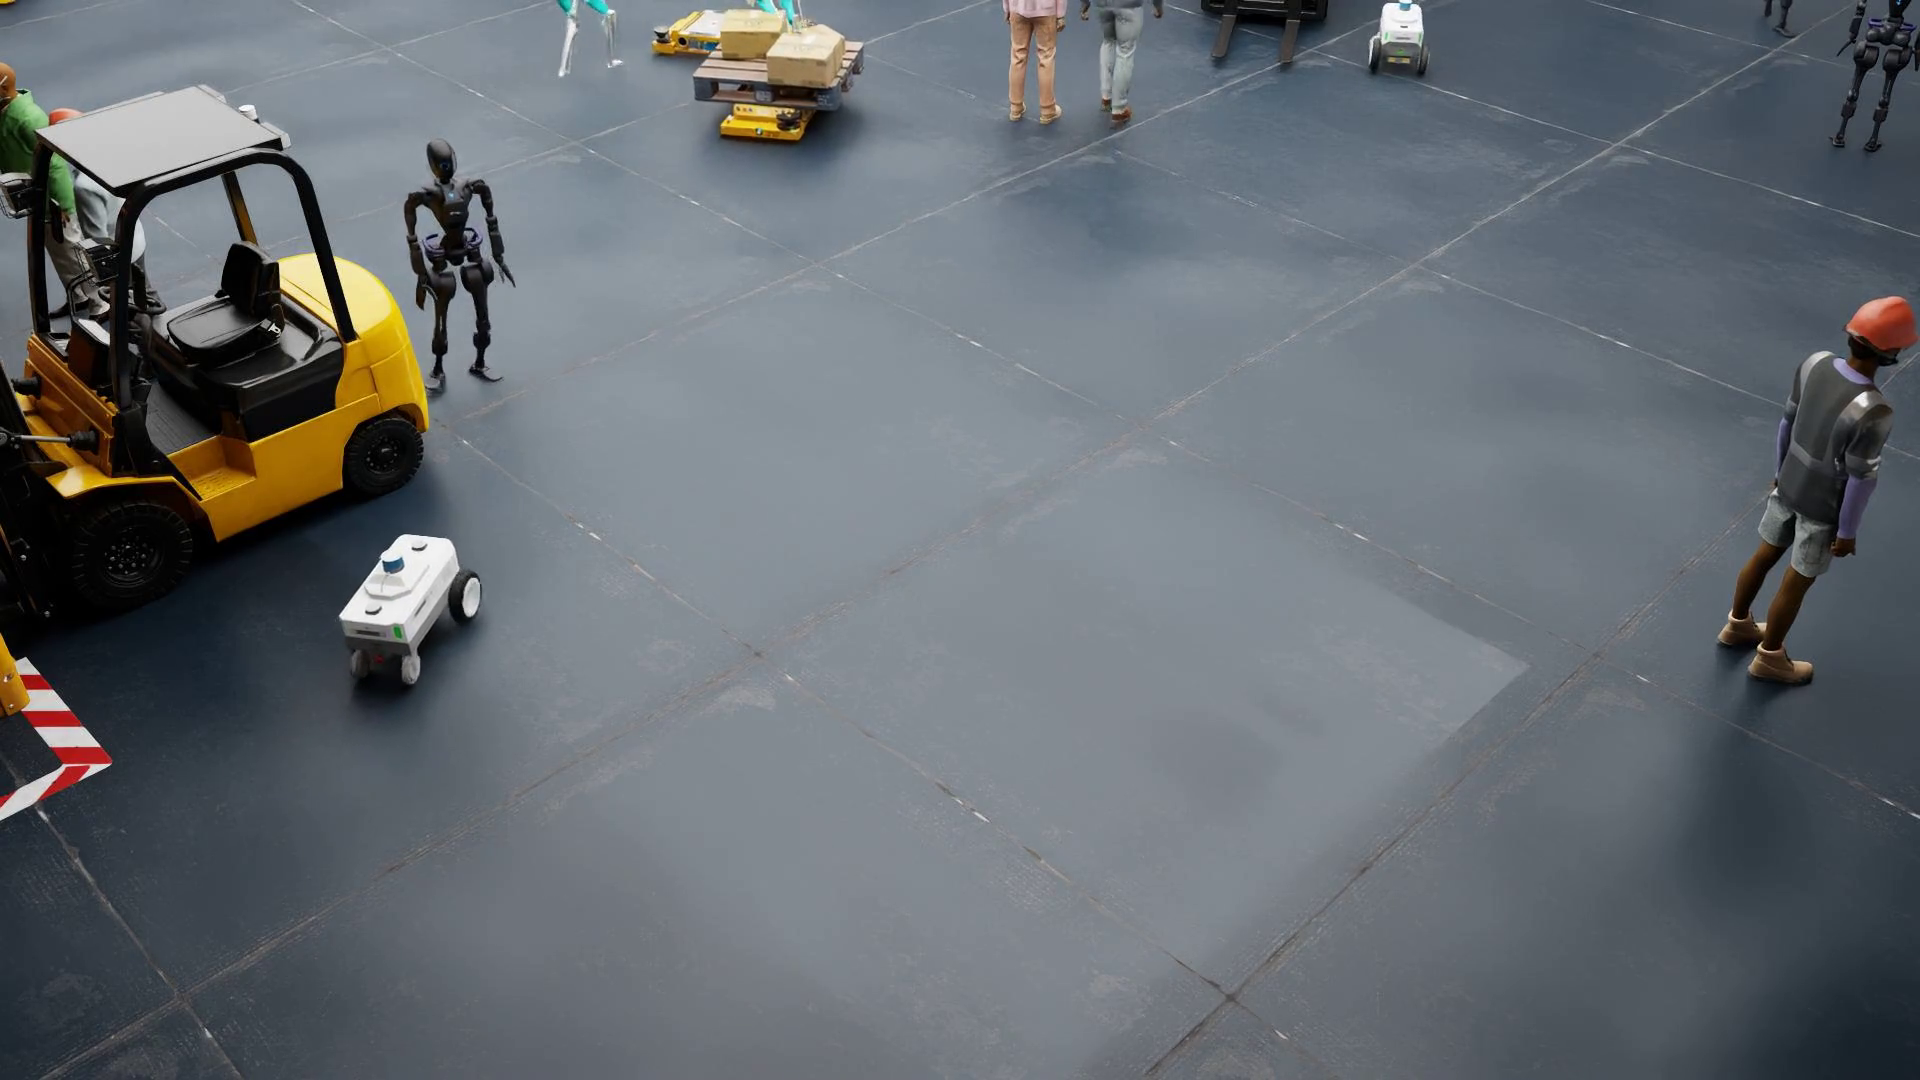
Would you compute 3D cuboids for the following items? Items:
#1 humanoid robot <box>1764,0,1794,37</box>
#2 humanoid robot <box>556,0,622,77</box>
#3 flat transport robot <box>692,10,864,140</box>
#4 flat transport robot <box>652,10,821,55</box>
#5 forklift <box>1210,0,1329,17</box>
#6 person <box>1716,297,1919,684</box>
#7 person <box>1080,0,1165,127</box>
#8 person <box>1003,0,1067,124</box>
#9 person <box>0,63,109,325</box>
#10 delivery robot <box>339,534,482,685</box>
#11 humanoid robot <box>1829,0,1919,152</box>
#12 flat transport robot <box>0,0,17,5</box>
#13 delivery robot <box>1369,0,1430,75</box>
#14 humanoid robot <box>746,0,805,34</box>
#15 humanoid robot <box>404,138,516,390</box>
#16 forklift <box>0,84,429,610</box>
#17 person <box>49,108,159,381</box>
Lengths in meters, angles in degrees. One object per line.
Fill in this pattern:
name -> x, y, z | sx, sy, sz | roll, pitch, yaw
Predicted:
humanoid robot -> 7.691, -5.518, 15.218 | 0.600, 1.634, 0.670 | -8, 38, -11
humanoid robot -> -3.297, -4.872, 14.350 | 0.530, 1.810, 0.815 | 12, 38, 16
flat transport robot -> -1.499, -3.746, 14.012 | 0.659, 0.231, 1.431 | 7, 37, 9
flat transport robot -> -2.007, -4.562, 15.104 | 1.431, 0.231, 0.659 | 9, 38, 12
forklift -> 3.106, -6.400, 15.960 | 1.214, 2.155, 2.313 | 8, 37, 10
person -> 4.039, -0.219, 7.812 | 0.377, 2.042, 0.607 | -6, 37, -8
person -> 1.314, -4.324, 13.393 | 0.644, 1.923, 0.539 | 17, 40, 22
person -> 0.597, -4.245, 13.413 | 0.537, 1.781, 0.399 | 11, 38, 15
person -> -5.885, -2.198, 10.675 | 0.553, 1.782, 0.384 | 26, 44, 30
delivery robot -> -2.788, 0.304, 8.364 | 0.499, 0.610, 0.804 | 6, 37, 8
humanoid robot -> 7.237, -3.896, 13.023 | 0.599, 1.657, 0.315 | 17, 40, 22
flat transport robot -> -9.838, -5.442, 16.281 | 1.431, 0.231, 0.659 | 30, 46, 34
delivery robot -> 3.900, -4.488, 14.759 | 0.524, 0.586, 0.754 | 7, 37, 9
humanoid robot -> -1.499, -4.588, 13.940 | 0.541, 1.833, 0.667 | -22, 42, -27
humanoid robot -> -3.066, -1.660, 10.053 | 0.675, 1.640, 0.383 | -20, 41, -25
forklift -> -4.145, -1.093, 8.856 | 2.313, 2.155, 1.214 | -31, 47, -34
person -> -5.185, -1.801, 10.180 | 0.351, 1.738, 0.572 | -4, 37, -5
